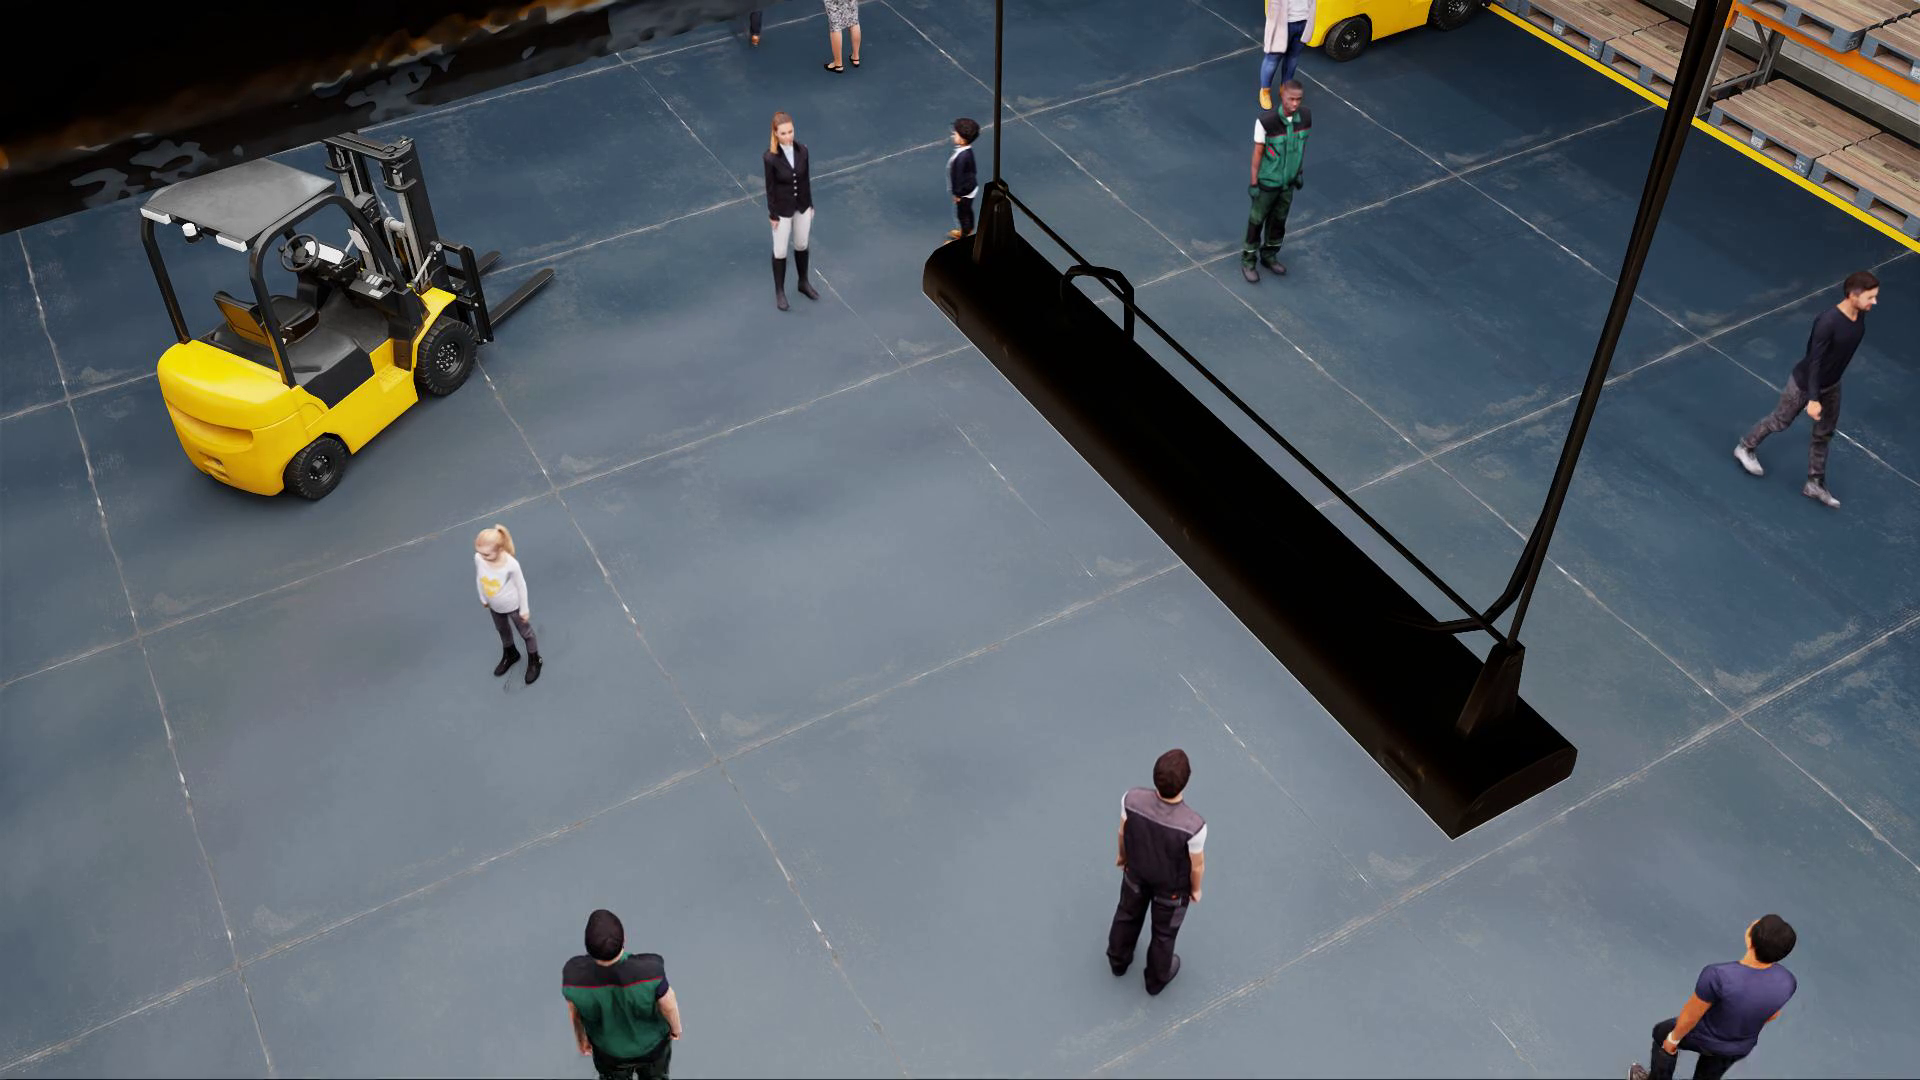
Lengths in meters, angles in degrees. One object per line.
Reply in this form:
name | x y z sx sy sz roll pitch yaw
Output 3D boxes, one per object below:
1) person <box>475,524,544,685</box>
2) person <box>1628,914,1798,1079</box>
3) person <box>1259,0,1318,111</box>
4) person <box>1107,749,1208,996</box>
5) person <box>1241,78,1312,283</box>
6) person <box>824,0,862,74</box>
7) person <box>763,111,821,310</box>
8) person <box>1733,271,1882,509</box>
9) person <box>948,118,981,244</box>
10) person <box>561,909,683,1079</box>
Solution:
person | -2.943 0.391 10.797 0.576 1.279 0.641 13 45 14
person | 3.754 2.512 8.210 0.821 1.777 0.862 2 44 2
person | 3.204 -5.063 16.186 0.732 1.743 0.673 -14 45 -14
person | 1.059 1.786 8.924 0.696 1.843 0.811 24 48 23
person | 2.650 -3.046 13.999 0.697 1.839 0.618 -18 46 -18
person | -1.196 -5.529 16.702 0.570 1.706 0.501 -24 49 -23
person | -1.402 -2.725 13.742 0.567 1.729 0.537 -21 47 -20
person | 6.093 -1.155 12.018 0.670 1.833 1.083 -20 47 -20
person | 0.049 -3.113 14.515 0.642 1.225 0.582 10 45 11
person | -1.618 2.498 8.147 0.878 1.884 1.009 -4 44 -4
